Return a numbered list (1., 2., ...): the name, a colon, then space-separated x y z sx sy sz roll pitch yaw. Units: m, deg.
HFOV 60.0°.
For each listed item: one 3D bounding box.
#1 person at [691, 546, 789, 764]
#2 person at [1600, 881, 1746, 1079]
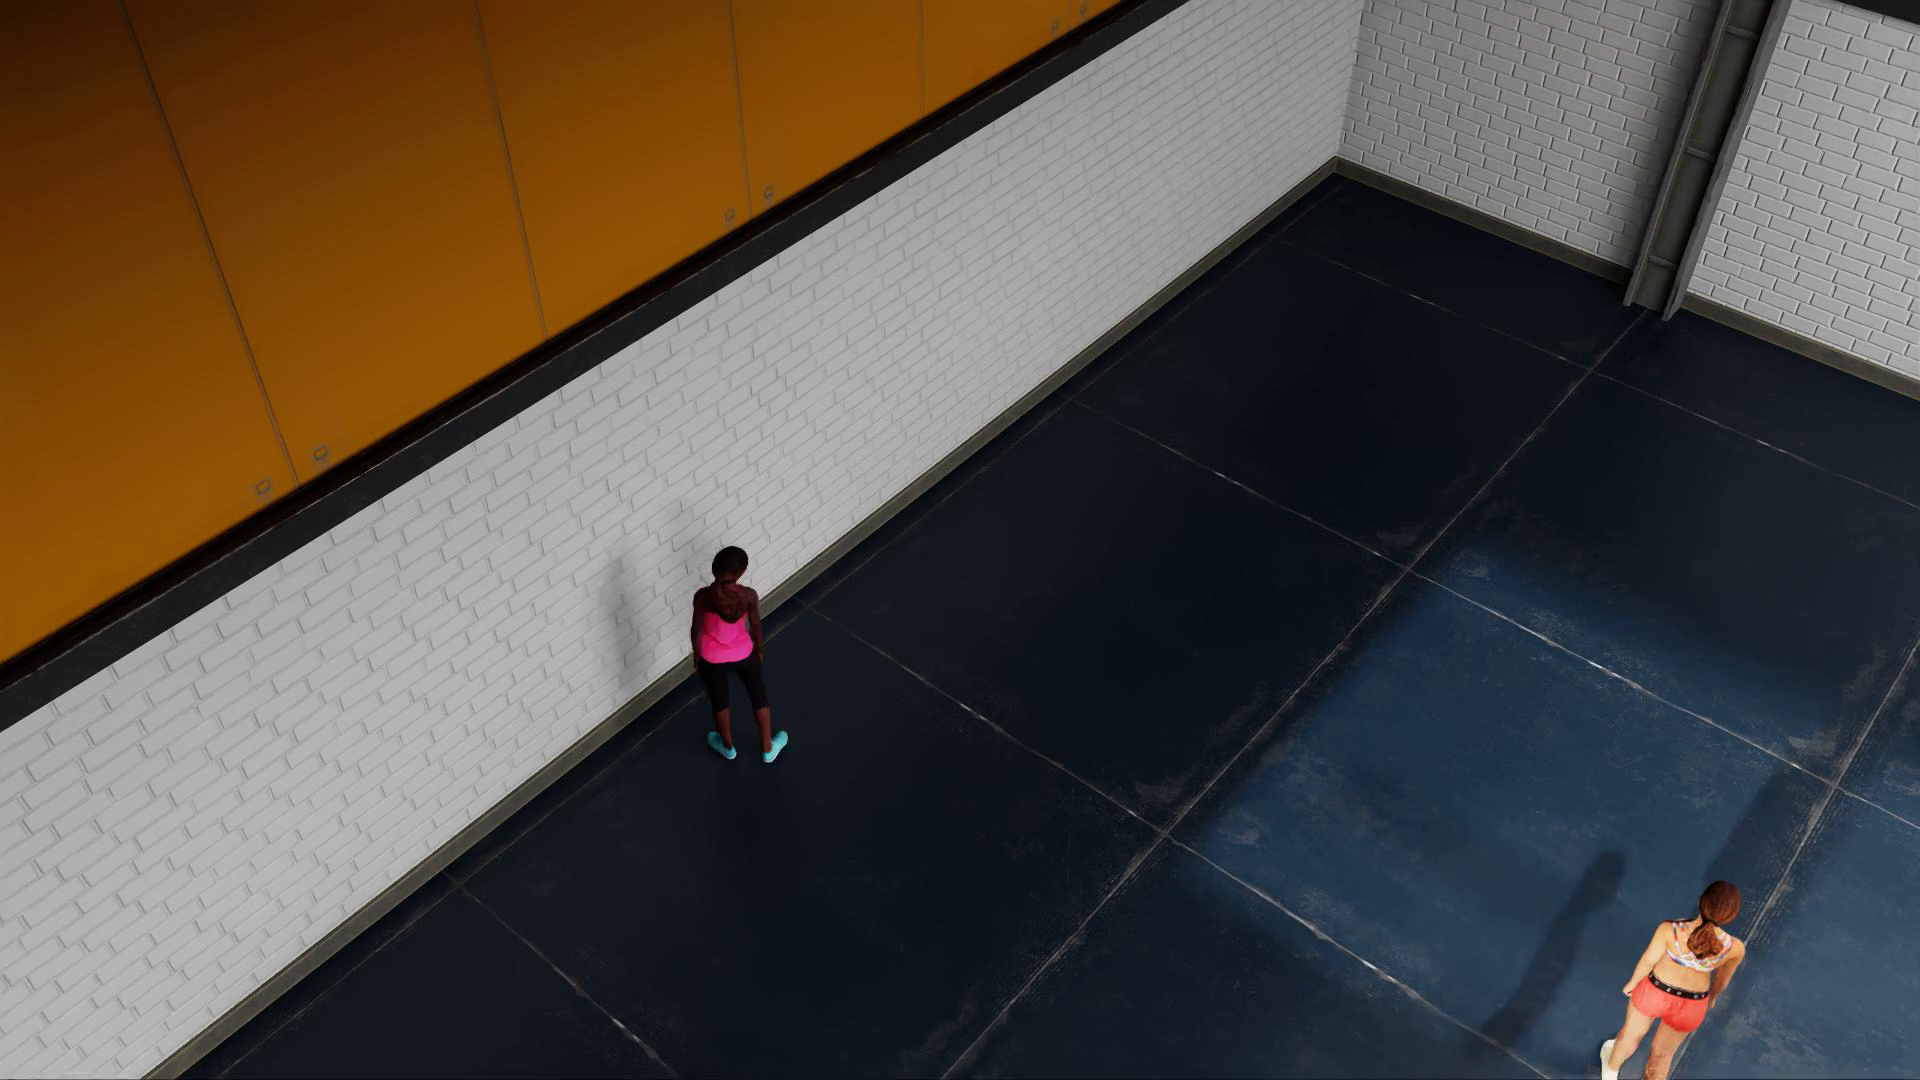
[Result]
1. person: -1.420 0.711 10.030 0.759 1.711 0.787 -17 46 -17
2. person: 3.551 2.299 8.298 0.707 1.801 0.746 16 46 16
